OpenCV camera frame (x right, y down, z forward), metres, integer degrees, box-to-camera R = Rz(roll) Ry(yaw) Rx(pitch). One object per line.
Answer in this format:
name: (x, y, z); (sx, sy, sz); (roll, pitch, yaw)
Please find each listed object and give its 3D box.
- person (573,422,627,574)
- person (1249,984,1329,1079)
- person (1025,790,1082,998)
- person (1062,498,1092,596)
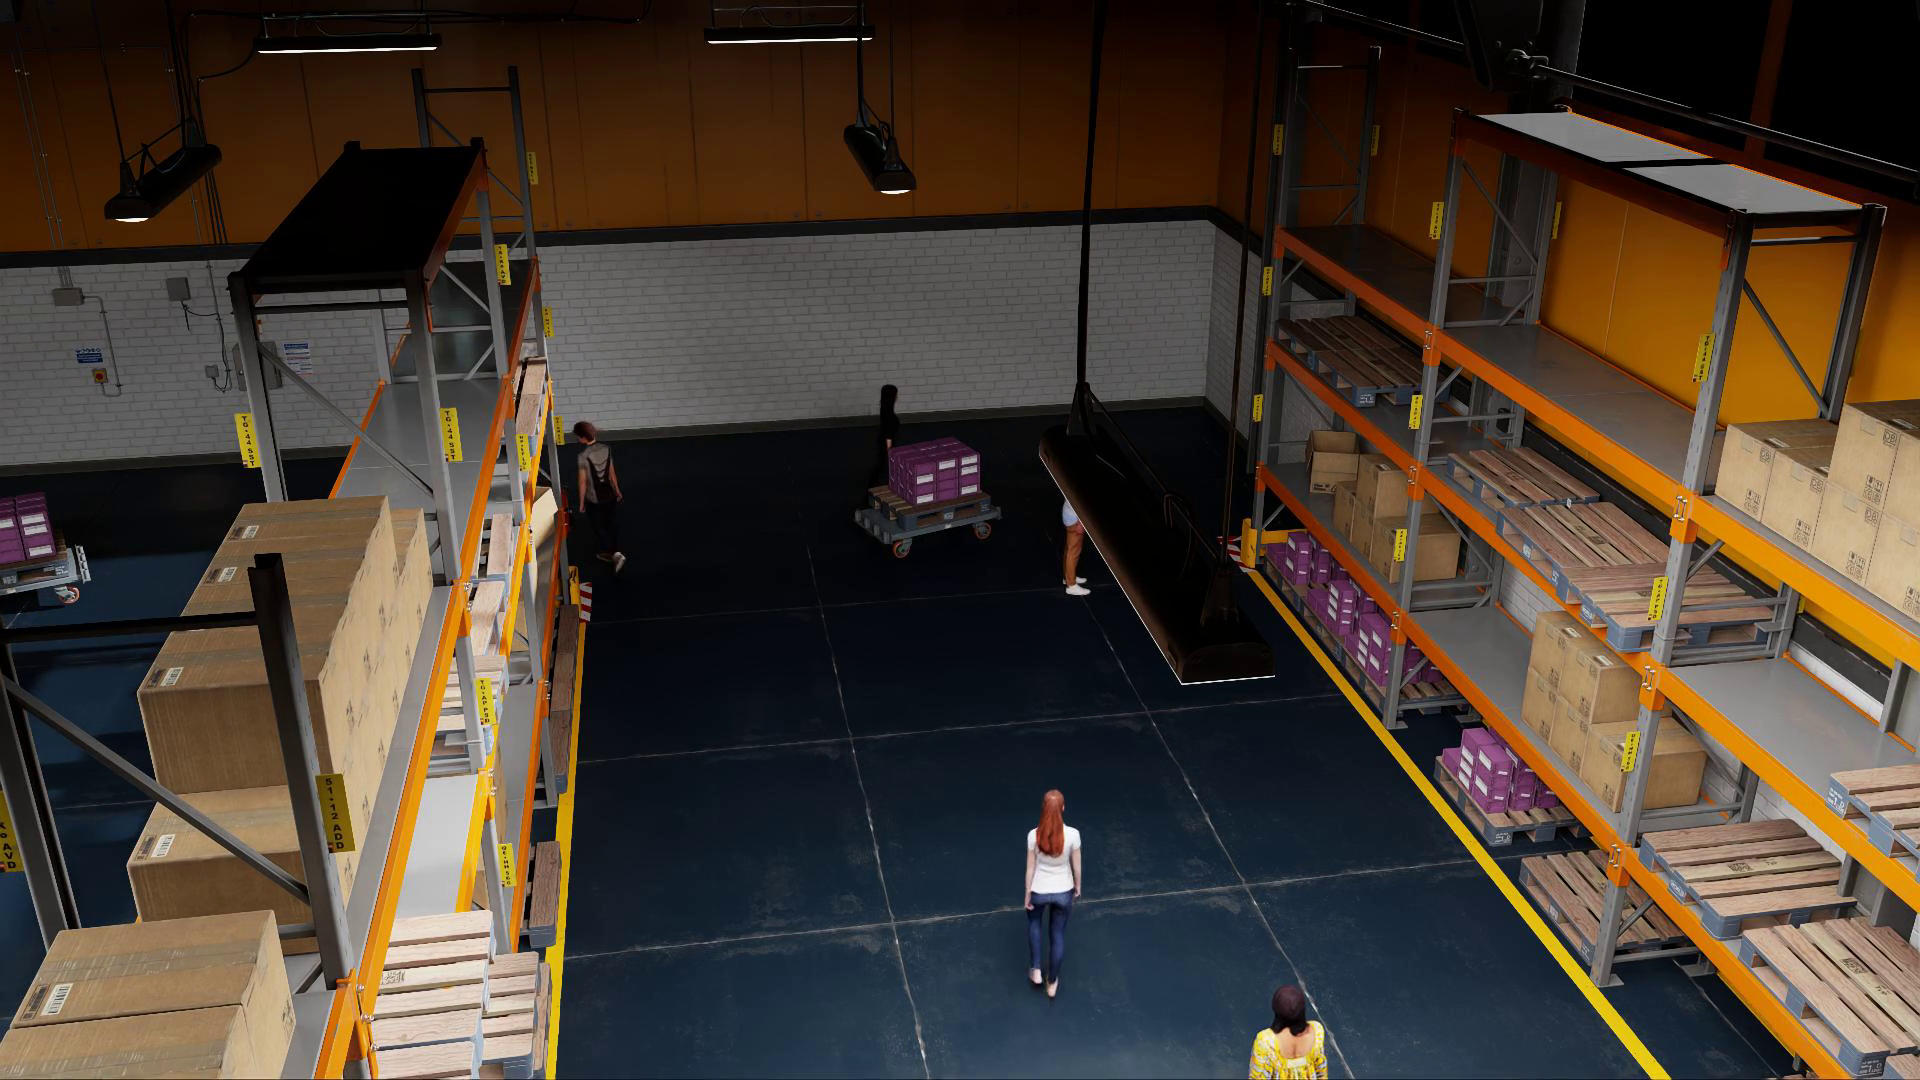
person: (-4.174, -0.479, 19.462); (1.049, 1.860, 1.144); (-20, 31, -38)
person: (2.050, 3.525, 10.560); (0.753, 1.655, 0.787); (-8, 25, -17)
person: (0.682, 2.683, 12.396); (0.626, 1.726, 0.633); (1, 24, 1)
person: (1.328, -0.286, 19.063); (0.776, 1.827, 0.565); (0, 24, 0)
